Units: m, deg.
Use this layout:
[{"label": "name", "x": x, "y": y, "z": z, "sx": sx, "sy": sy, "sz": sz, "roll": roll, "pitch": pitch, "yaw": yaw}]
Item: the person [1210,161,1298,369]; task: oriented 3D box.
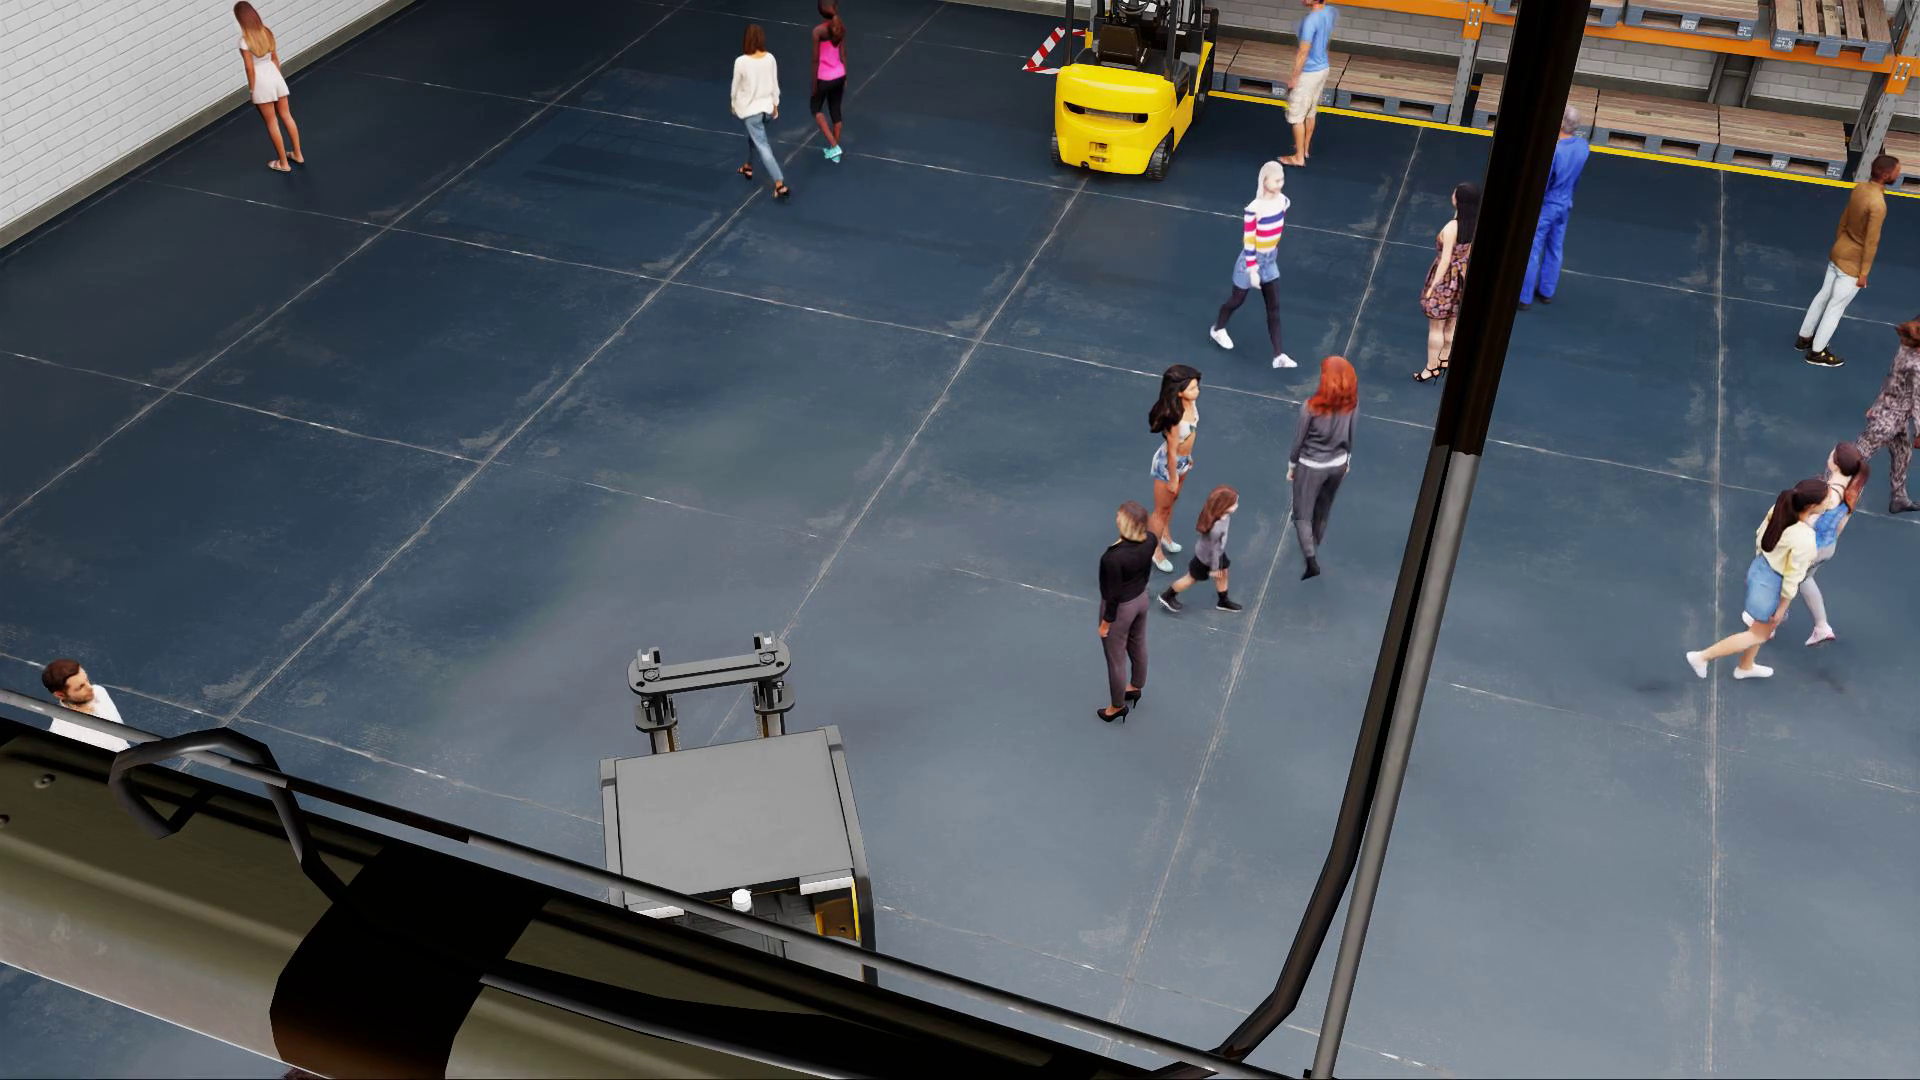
[{"label": "person", "x": 2.355, "y": -2.269, "z": 13.609, "sx": 1.100, "sy": 1.753, "sz": 1.245, "roll": -23, "pitch": 44, "yaw": -26}]

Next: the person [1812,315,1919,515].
[{"label": "person", "x": 6.550, "y": -0.845, "z": 11.896, "sx": 1.155, "sy": 1.664, "sz": 0.609, "roll": 10, "pitch": 40, "yaw": 13}]

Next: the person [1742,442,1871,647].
[{"label": "person", "x": 5.566, "y": 0.080, "z": 10.793, "sx": 0.865, "sy": 1.596, "sz": 0.928, "roll": -17, "pitch": 42, "yaw": -20}]

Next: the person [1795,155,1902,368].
[{"label": "person", "x": 7.269, "y": -2.297, "z": 13.594, "sx": 0.659, "sy": 1.816, "sz": 0.712, "roll": -1, "pitch": 39, "yaw": -1}]

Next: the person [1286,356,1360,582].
[{"label": "person", "x": 2.470, "y": -0.433, "z": 11.301, "sx": 0.891, "sy": 1.764, "sz": 0.881, "roll": -4, "pitch": 39, "yaw": -4}]

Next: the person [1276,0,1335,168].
[{"label": "person", "x": 3.479, "y": -4.660, "z": 16.523, "sx": 0.771, "sy": 1.852, "sz": 0.736, "roll": -22, "pitch": 44, "yaw": -25}]

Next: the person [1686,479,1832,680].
[{"label": "person", "x": 5.043, "y": 0.294, "z": 10.511, "sx": 1.018, "sy": 1.613, "sz": 0.861, "roll": -3, "pitch": 39, "yaw": -4}]

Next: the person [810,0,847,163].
[{"label": "person", "x": -1.249, "y": -4.523, "z": 16.459, "sx": 0.720, "sy": 1.719, "sz": 0.779, "roll": -25, "pitch": 45, "yaw": -28}]

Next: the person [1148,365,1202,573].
[{"label": "person", "x": 1.470, "y": -0.511, "z": 11.508, "sx": 0.552, "sy": 1.627, "sz": 0.563, "roll": 15, "pitch": 41, "yaw": 18}]

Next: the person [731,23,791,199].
[{"label": "person", "x": -1.903, "y": -4.054, "z": 15.941, "sx": 0.962, "sy": 1.632, "sz": 1.166, "roll": -27, "pitch": 46, "yaw": -30}]

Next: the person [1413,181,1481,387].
[{"label": "person", "x": 3.907, "y": -2.056, "z": 13.326, "sx": 0.788, "sy": 1.774, "sz": 0.822, "roll": -29, "pitch": 47, "yaw": -31}]

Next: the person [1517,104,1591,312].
[{"label": "person", "x": 5.069, "y": -2.837, "z": 14.259, "sx": 0.780, "sy": 1.829, "sz": 0.821, "roll": -19, "pitch": 42, "yaw": -22}]

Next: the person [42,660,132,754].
[{"label": "person", "x": -4.650, "y": 1.364, "z": 8.979, "sx": 0.736, "sy": 1.855, "sz": 0.740, "roll": 3, "pitch": 39, "yaw": 4}]

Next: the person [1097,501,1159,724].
[{"label": "person", "x": 1.026, "y": 0.452, "z": 10.268, "sx": 0.657, "sy": 1.670, "sz": 0.672, "roll": 29, "pitch": 47, "yaw": 31}]

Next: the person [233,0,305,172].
[{"label": "person", "x": -6.845, "y": -4.491, "z": 16.436, "sx": 0.596, "sy": 1.697, "sz": 0.597, "roll": 19, "pitch": 42, "yaw": 22}]

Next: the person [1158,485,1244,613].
[{"label": "person", "x": 1.636, "y": 0.069, "z": 11.225, "sx": 0.790, "sy": 1.074, "sz": 0.507, "roll": 11, "pitch": 40, "yaw": 14}]
